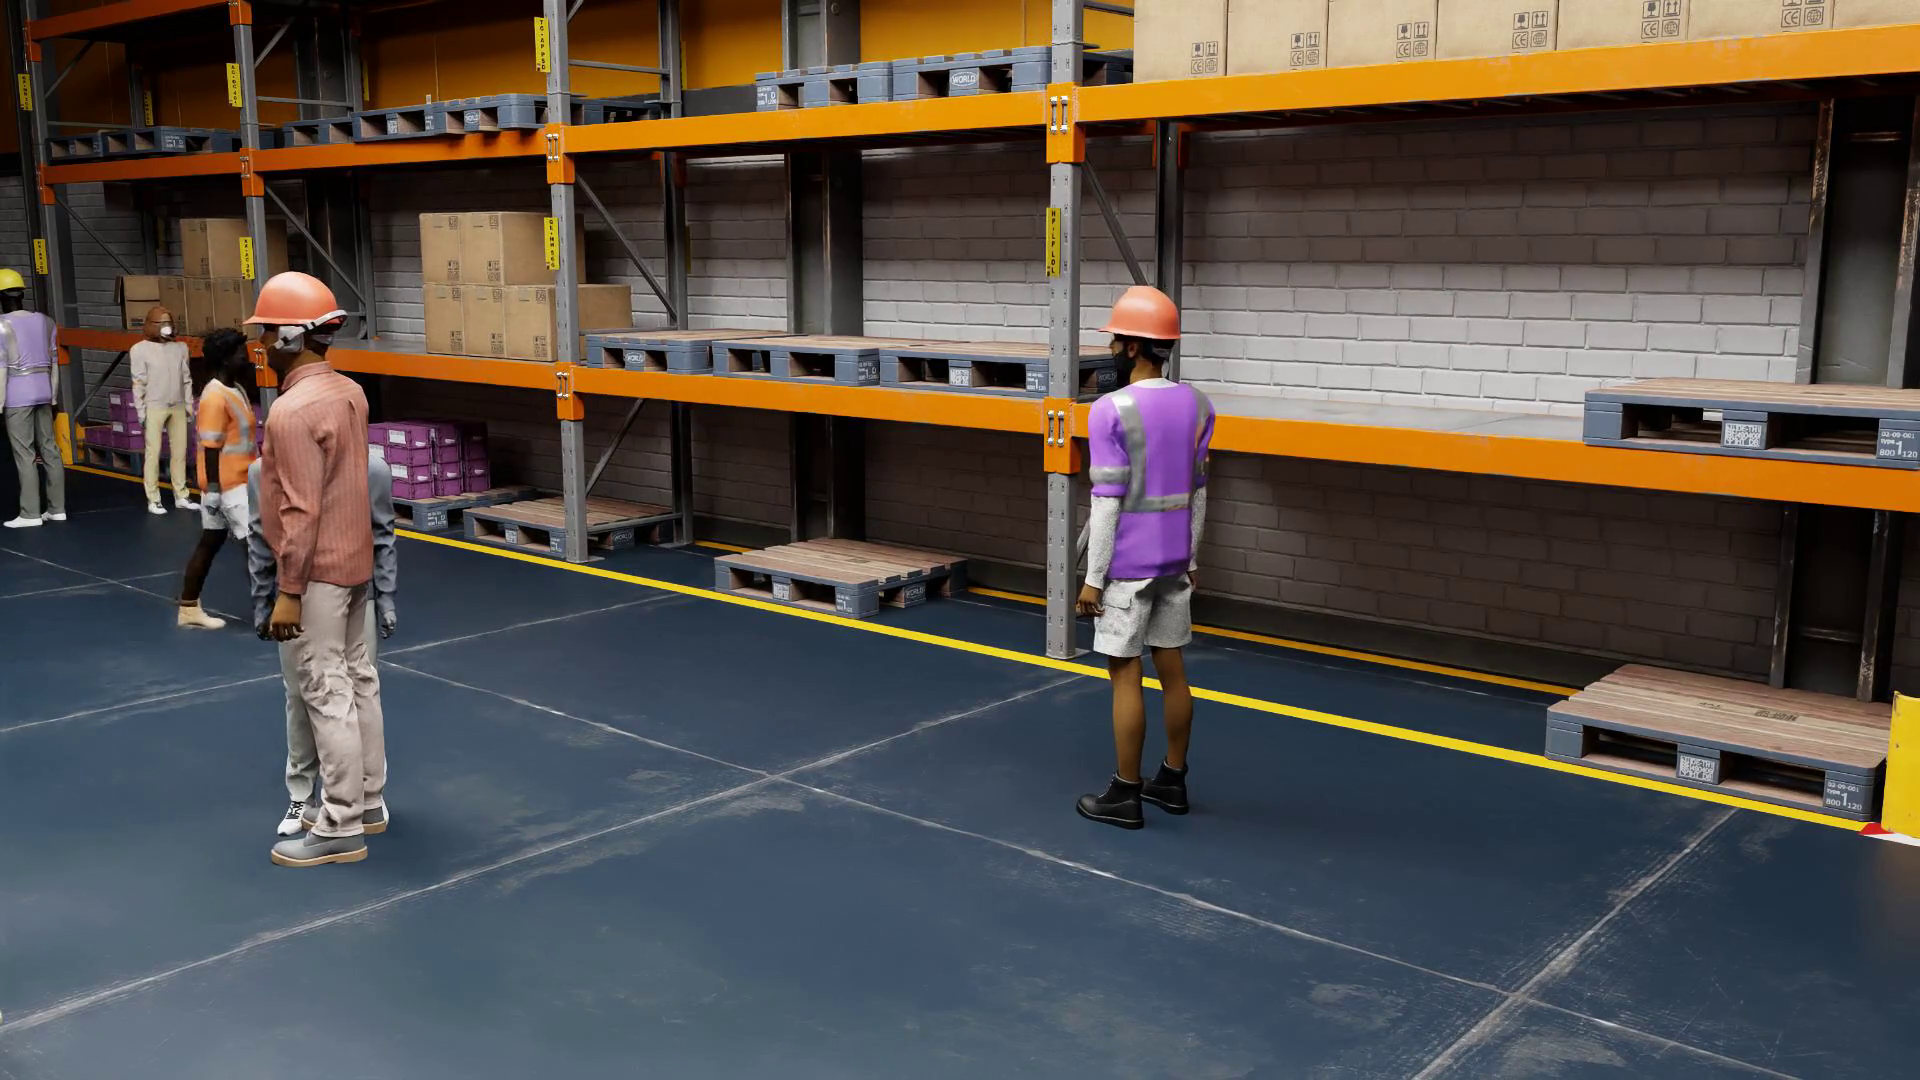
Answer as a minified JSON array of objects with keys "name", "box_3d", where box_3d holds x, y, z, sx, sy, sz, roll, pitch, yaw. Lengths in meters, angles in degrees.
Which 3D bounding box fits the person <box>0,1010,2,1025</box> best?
[{"name":"person","box_3d":[-2.760,0.370,4.131,0.613,1.986,0.404,-7,12,-35]}]

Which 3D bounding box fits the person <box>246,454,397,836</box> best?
[{"name":"person","box_3d":[-2.255,0.233,5.916,0.500,1.633,0.279,-2,10,-13]}]

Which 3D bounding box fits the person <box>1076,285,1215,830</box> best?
[{"name":"person","box_3d":[0.650,0.067,5.981,0.551,1.942,0.344,-8,13,-37]}]

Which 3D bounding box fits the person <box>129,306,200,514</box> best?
[{"name":"person","box_3d":[-6.251,-1.017,13.064,0.286,1.624,0.493,6,12,31]}]

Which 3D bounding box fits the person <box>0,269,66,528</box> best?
[{"name":"person","box_3d":[-6.969,-1.044,12.375,0.381,1.919,0.584,3,10,18]}]

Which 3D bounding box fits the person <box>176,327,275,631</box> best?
[{"name":"person","box_3d":[-3.862,-0.314,8.961,0.861,1.646,0.544,-3,10,-17]}]

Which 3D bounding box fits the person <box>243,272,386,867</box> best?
[{"name":"person","box_3d":[-2.174,0.100,5.639,0.376,1.995,0.609,0,10,-2]}]
